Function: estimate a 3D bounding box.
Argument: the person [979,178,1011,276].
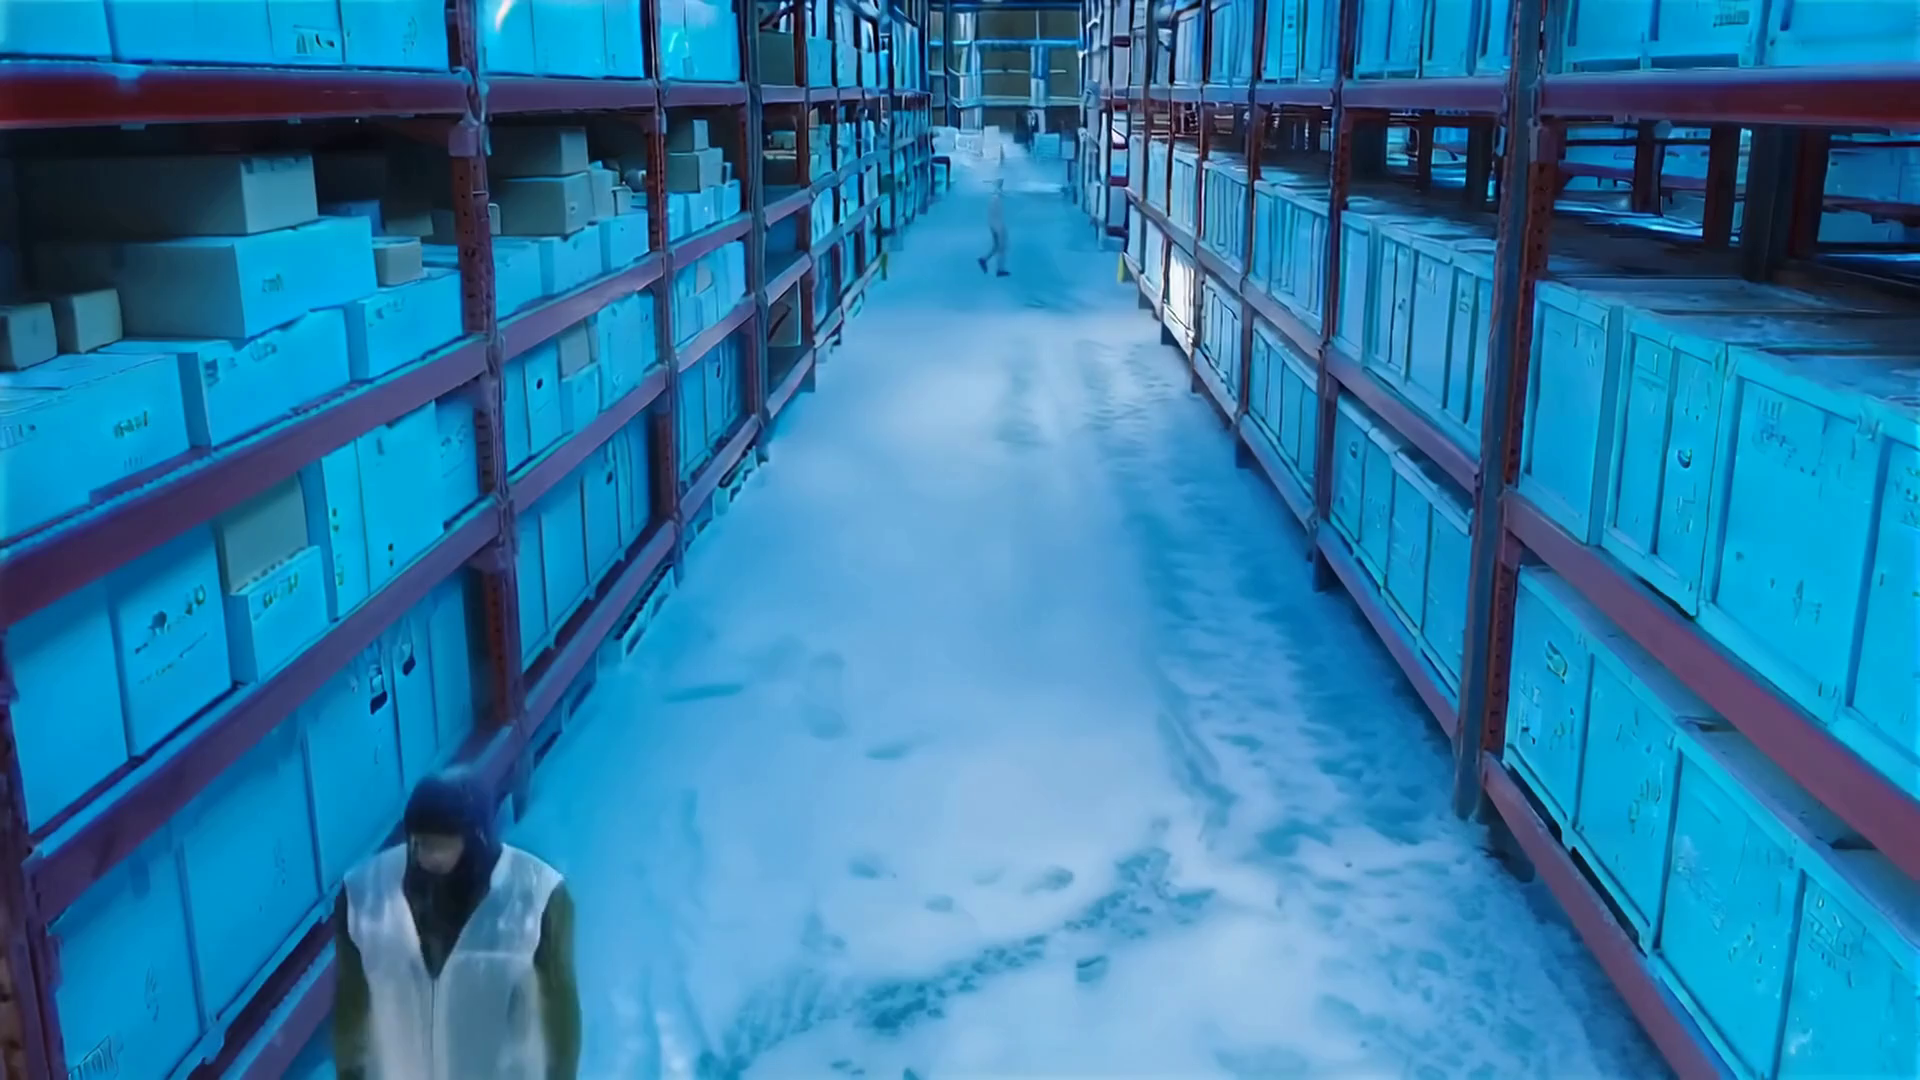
[{"bbox_3d":[0.703,-6.072,32.260,0.537,1.889,0.662,1,15,3],"label":"person"}]

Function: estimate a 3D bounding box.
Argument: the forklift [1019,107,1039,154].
[{"bbox_3d":[3.381,-19.719,81.158,1.129,2.768,1.873,-7,17,-24],"label":"forklift"}]

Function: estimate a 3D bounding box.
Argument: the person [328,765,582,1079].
[{"bbox_3d":[-1.342,1.423,4.533,0.624,1.804,0.910,0,15,0],"label":"person"}]

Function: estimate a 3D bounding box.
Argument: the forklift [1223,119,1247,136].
[{"bbox_3d":[7.225,-9.588,43.467,1.129,2.768,1.873,-14,20,-41],"label":"forklift"}]

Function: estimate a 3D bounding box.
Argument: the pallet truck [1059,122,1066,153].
[{"bbox_3d":[5.788,-21.111,88.014,1.885,1.965,0.823,5,16,18],"label":"pallet truck"}]
